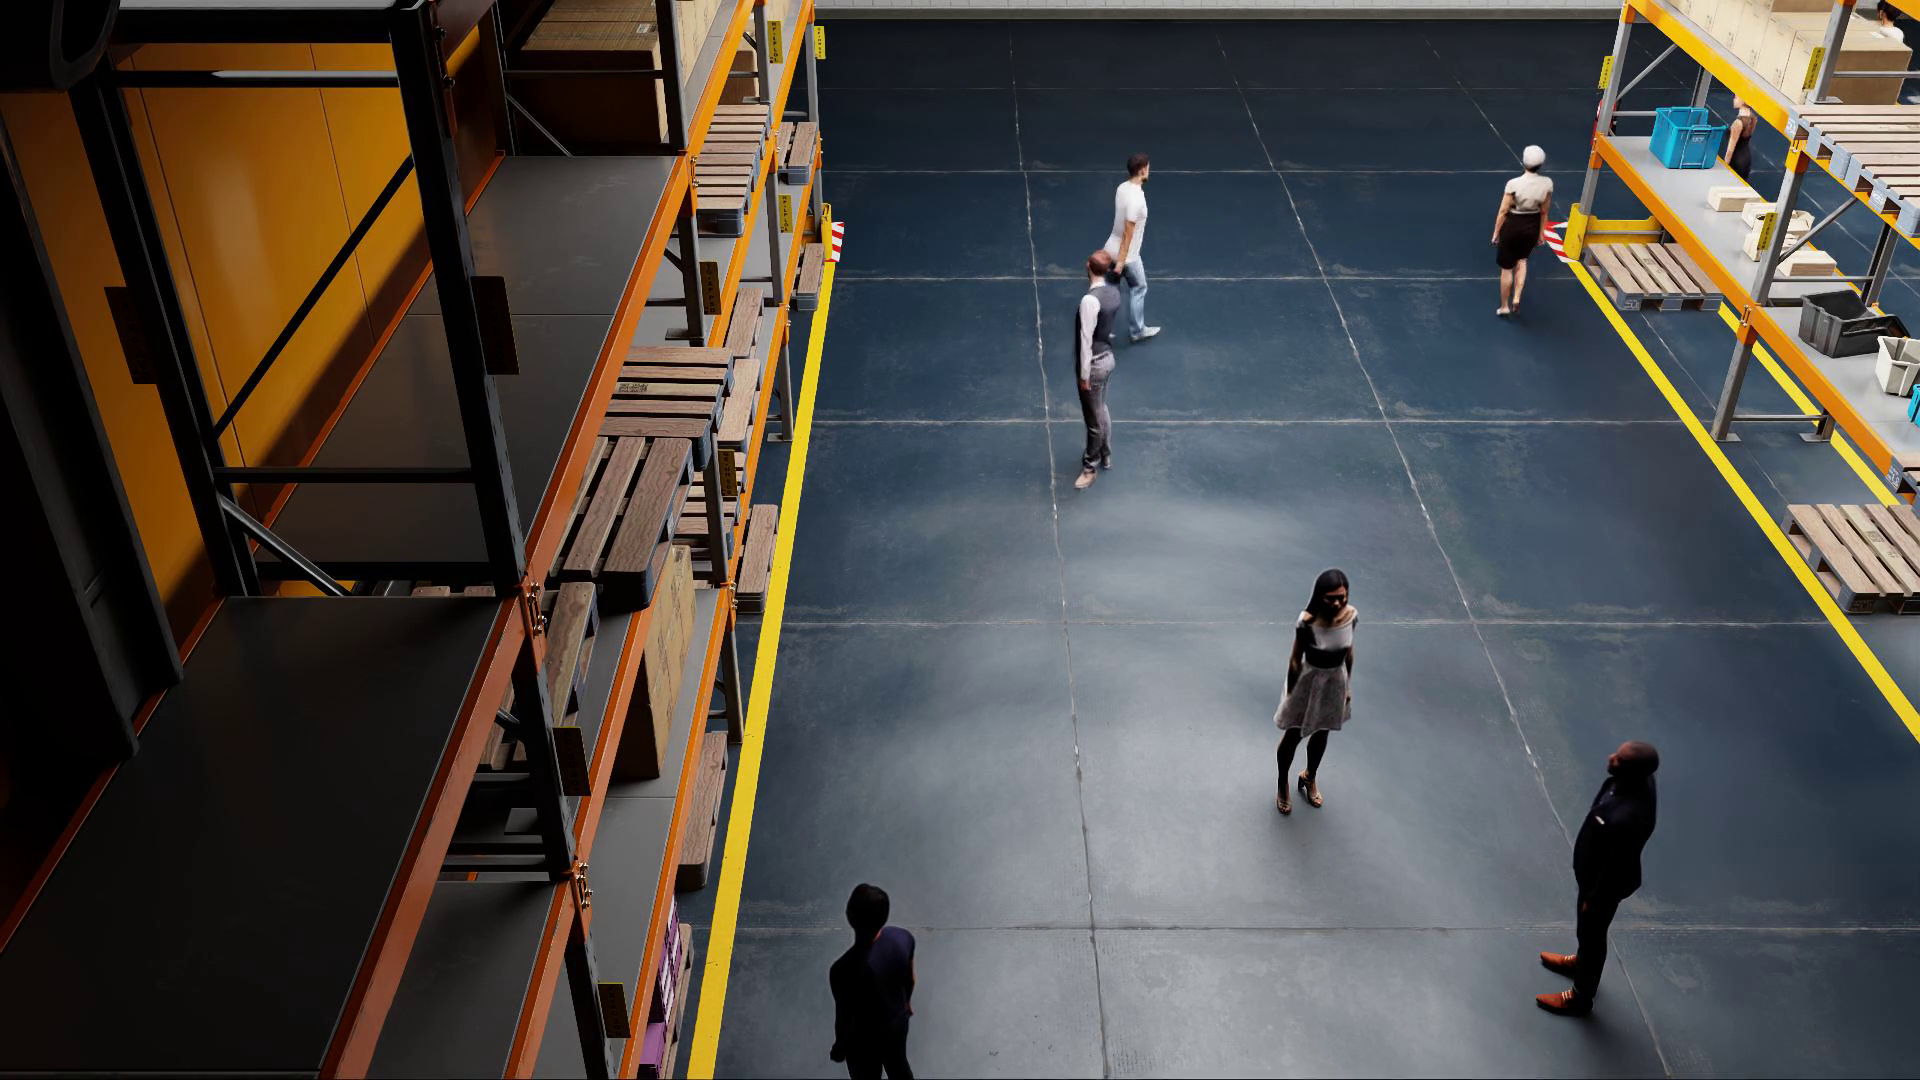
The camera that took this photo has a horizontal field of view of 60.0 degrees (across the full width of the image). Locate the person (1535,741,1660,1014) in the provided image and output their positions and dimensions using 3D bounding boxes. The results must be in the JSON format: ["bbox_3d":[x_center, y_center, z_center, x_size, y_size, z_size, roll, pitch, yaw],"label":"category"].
[{"bbox_3d":[3.425,1.775,8.823,0.834,1.817,0.681,13,36,18],"label":"person"}]

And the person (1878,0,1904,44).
[{"bbox_3d":[10.993,-5.579,19.979,0.644,1.713,0.562,-1,34,-1],"label":"person"}]

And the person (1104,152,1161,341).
[{"bbox_3d":[1.444,-2.664,15.500,0.896,1.817,0.987,-5,34,-7],"label":"person"}]

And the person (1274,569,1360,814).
[{"bbox_3d":[2.176,0.927,10.138,0.713,1.774,0.714,-8,34,-12],"label":"person"}]

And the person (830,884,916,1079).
[{"bbox_3d":[-0.400,2.337,7.998,0.709,1.793,0.760,-27,42,-35],"label":"person"}]

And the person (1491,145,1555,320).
[{"bbox_3d":[5.375,-2.880,15.888,0.649,1.747,0.678,-1,34,-1],"label":"person"}]

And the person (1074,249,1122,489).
[{"bbox_3d":[1.103,-1.375,13.476,0.962,1.911,0.745,8,34,12],"label":"person"}]
